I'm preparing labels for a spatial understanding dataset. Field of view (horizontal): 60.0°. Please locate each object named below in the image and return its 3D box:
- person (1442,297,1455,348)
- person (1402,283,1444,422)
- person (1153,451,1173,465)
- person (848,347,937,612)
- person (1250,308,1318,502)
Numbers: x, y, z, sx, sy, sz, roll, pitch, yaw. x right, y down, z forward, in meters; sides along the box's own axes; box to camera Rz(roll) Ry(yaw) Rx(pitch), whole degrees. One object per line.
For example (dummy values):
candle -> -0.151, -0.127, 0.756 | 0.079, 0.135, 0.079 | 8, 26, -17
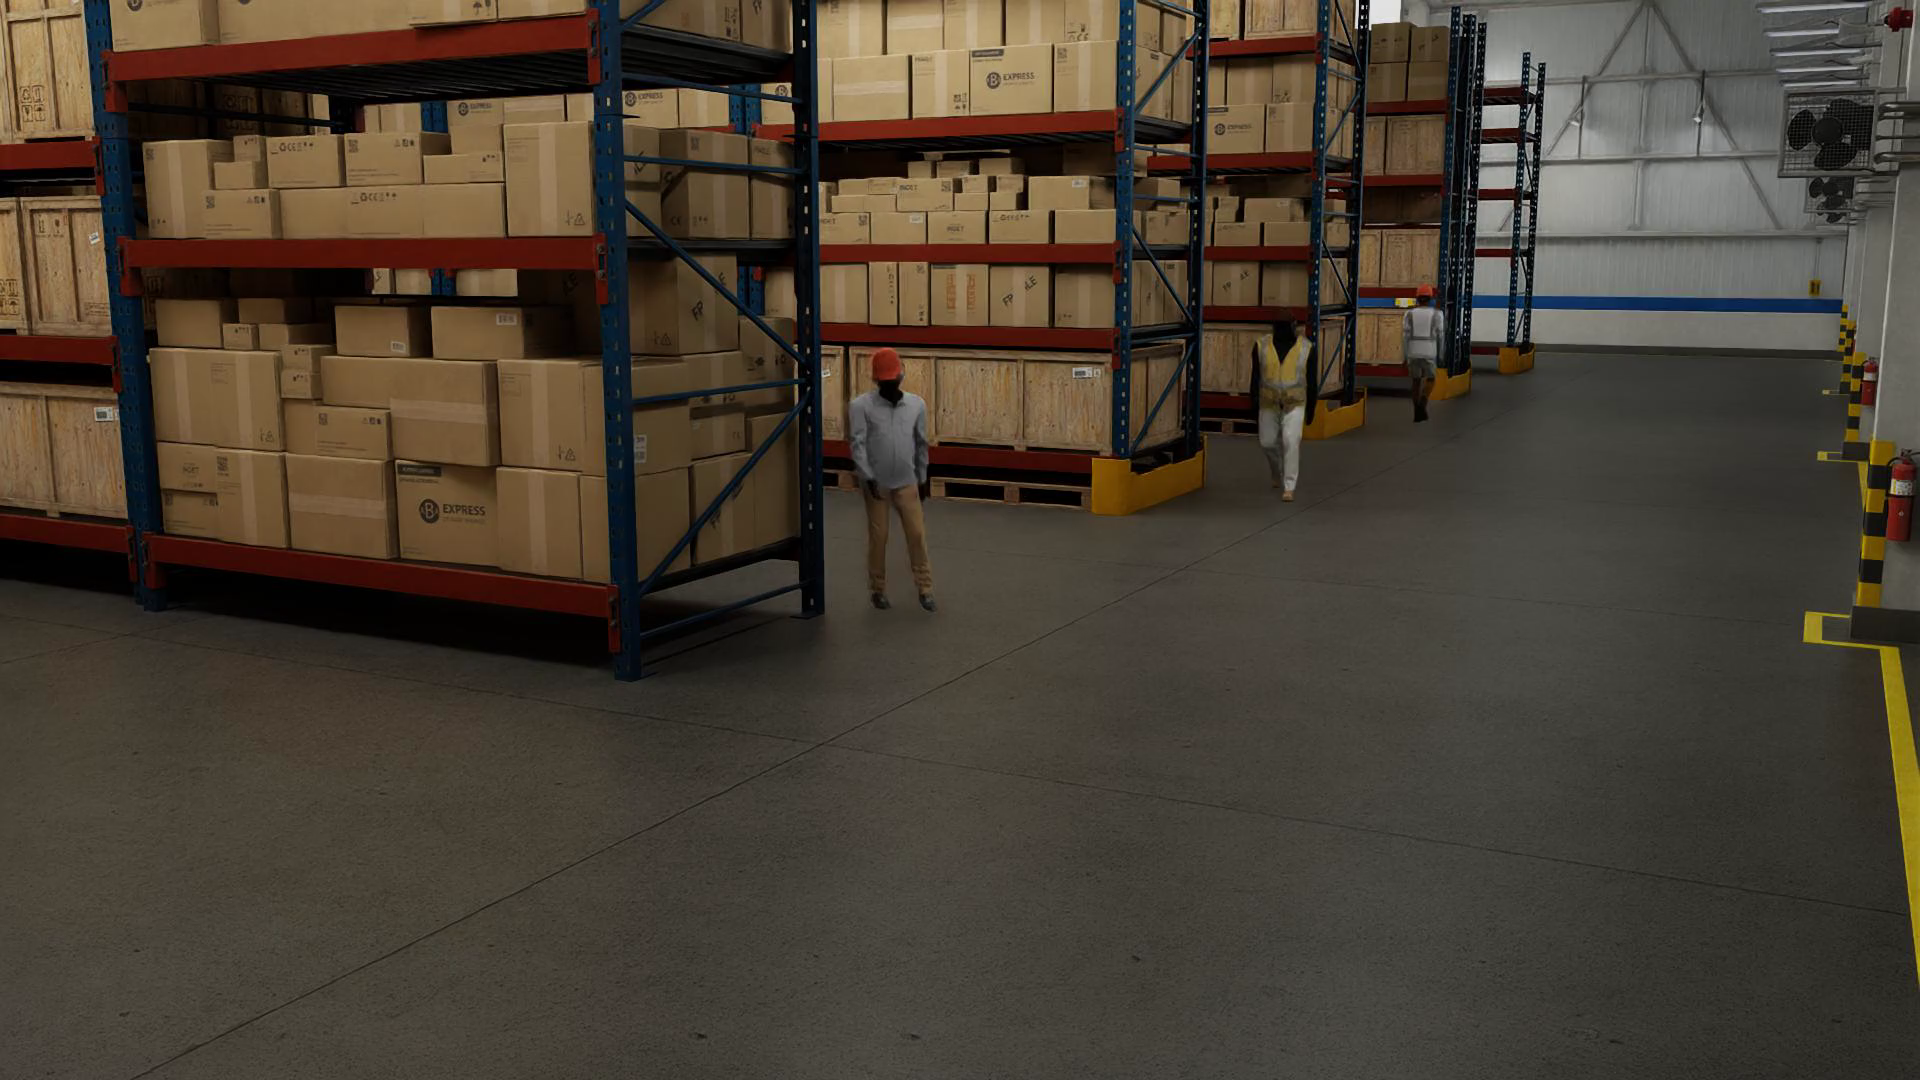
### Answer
person -> 8.631, -3.561, 29.524 | 0.411, 1.648, 0.527 | -5, 11, -25
person -> 6.343, -2.563, 22.837 | 0.561, 1.927, 0.522 | 4, 11, 24
person -> 1.823, -1.648, 17.533 | 1.050, 1.945, 0.615 | 3, 10, 15
person -> -0.434, -0.382, 10.812 | 0.573, 1.719, 0.489 | -4, 11, -21
person -> 3.075, -1.290, 15.779 | 0.642, 1.821, 0.561 | 3, 10, 19
